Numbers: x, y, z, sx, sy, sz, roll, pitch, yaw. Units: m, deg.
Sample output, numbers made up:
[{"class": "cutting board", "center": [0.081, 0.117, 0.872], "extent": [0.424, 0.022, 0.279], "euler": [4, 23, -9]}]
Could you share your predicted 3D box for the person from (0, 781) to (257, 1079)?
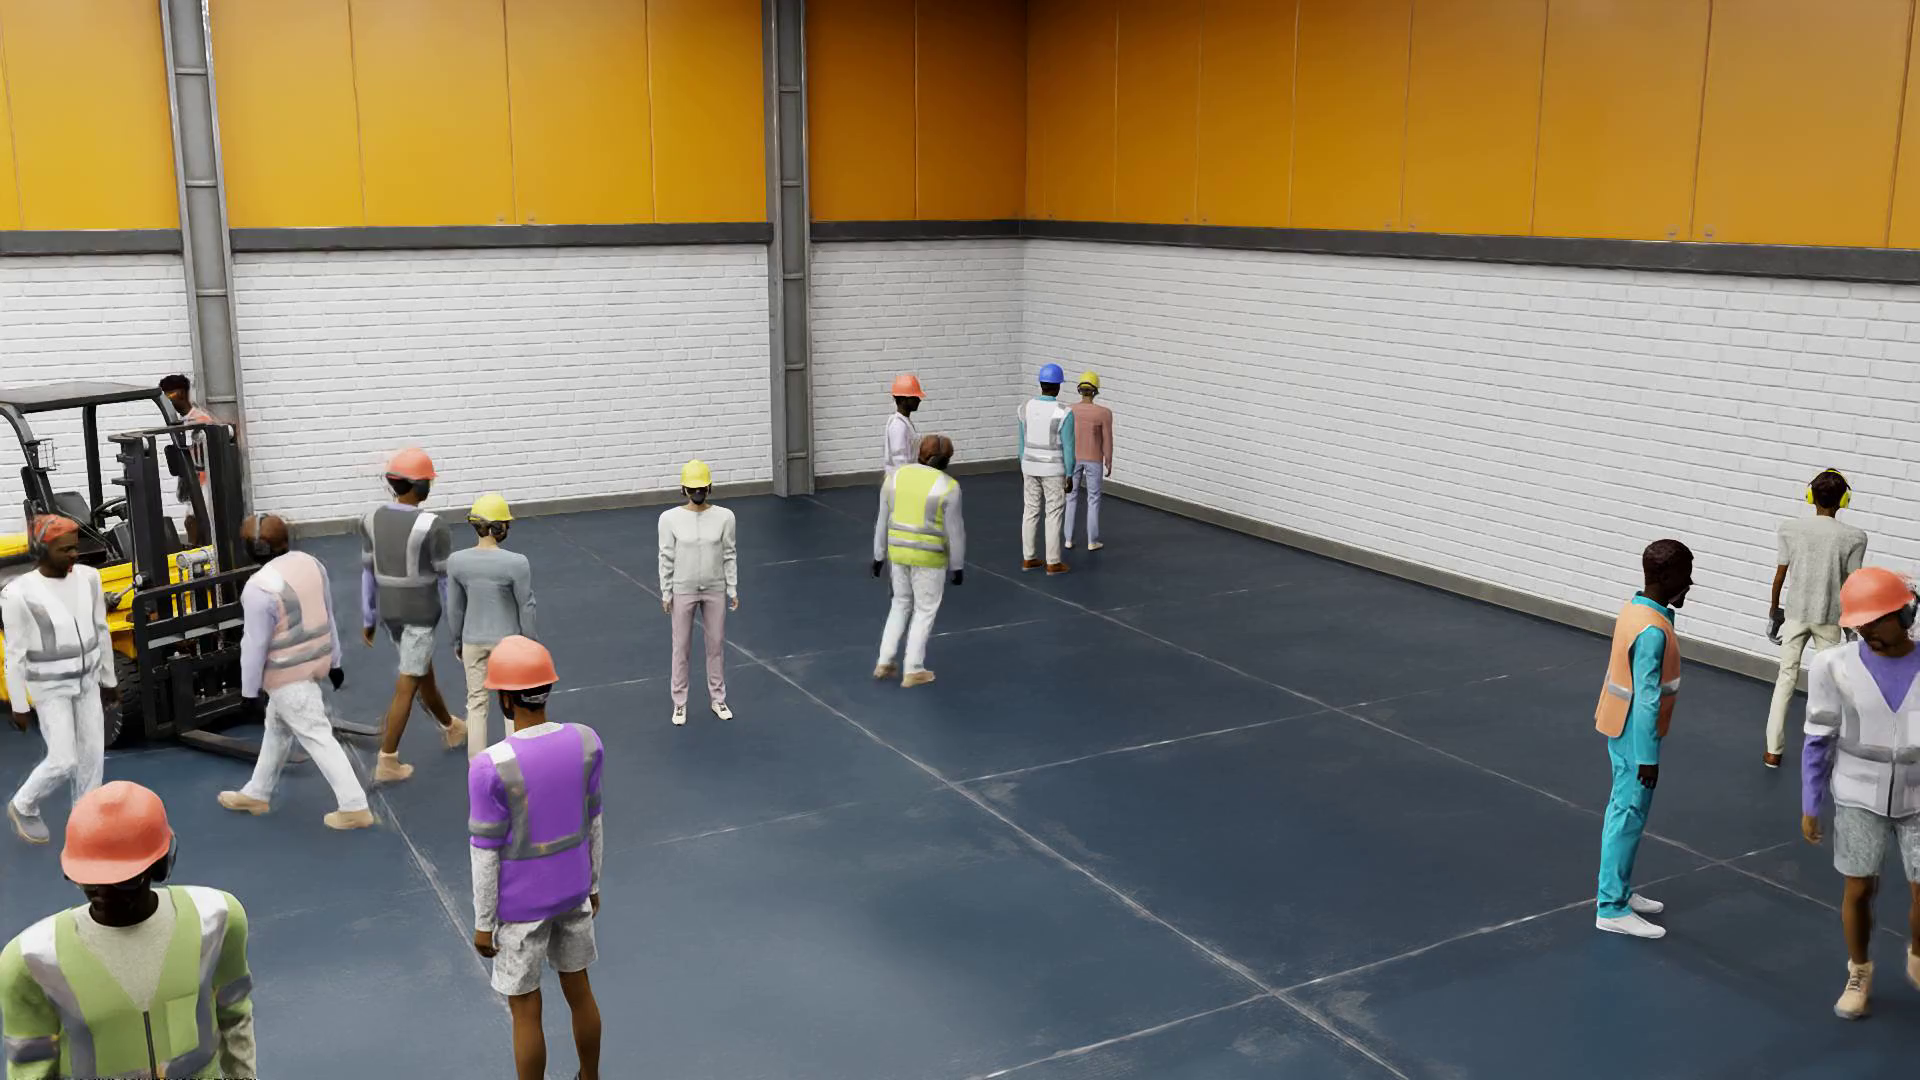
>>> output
[{"class": "person", "center": [-2.157, 1.606, 4.438], "extent": [0.609, 2.040, 0.395], "euler": [-10, 16, -39]}]

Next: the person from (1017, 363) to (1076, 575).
[{"class": "person", "center": [0.800, -0.646, 15.247], "extent": [0.601, 1.939, 0.411], "euler": [8, 15, 34]}]

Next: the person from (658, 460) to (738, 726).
[{"class": "person", "center": [-1.724, 0.342, 11.007], "extent": [0.522, 1.769, 0.312], "euler": [-4, 13, -19]}]

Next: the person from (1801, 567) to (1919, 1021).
[{"class": "person", "center": [3.911, 1.080, 7.018], "extent": [0.697, 1.994, 0.531], "euler": [5, 13, 22]}]

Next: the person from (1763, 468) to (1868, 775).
[{"class": "person", "center": [5.173, 0.494, 10.087], "extent": [0.508, 1.861, 0.328], "euler": [9, 15, 36]}]

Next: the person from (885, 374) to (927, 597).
[{"class": "person", "center": [-0.464, -0.467, 14.393], "extent": [0.358, 1.936, 0.552], "euler": [0, 12, -1]}]

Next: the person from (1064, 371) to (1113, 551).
[{"class": "person", "center": [1.233, -0.769, 16.243], "extent": [0.532, 1.756, 0.344], "euler": [4, 13, 16]}]

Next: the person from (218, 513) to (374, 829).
[{"class": "person", "center": [-3.717, 0.729, 9.171], "extent": [0.991, 1.780, 0.639], "euler": [1, 12, 6]}]

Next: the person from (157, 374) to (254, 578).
[{"class": "person", "center": [-6.691, -0.506, 14.621], "extent": [0.937, 1.906, 0.633], "euler": [-9, 15, -35]}]

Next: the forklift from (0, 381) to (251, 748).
[{"class": "forklift", "center": [-5.853, 0.085, 11.199], "extent": [2.313, 2.155, 1.214], "euler": [7, 14, 28]}]

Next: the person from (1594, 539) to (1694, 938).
[{"class": "person", "center": [3.230, 0.929, 7.925], "extent": [0.397, 1.911, 0.587], "euler": [4, 13, 18]}]

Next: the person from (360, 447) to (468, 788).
[{"class": "person", "center": [-3.260, 0.432, 10.051], "extent": [0.632, 1.985, 1.047], "euler": [6, 13, 25]}]

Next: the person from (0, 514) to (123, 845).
[{"class": "person", "center": [-4.776, 0.771, 8.782], "extent": [0.534, 1.864, 0.584], "euler": [5, 13, 20]}]

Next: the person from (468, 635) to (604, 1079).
[{"class": "person", "center": [-1.568, 1.297, 6.152], "extent": [0.389, 1.930, 0.544], "euler": [10, 16, 40]}]

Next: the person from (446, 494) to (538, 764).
[{"class": "person", "center": [-2.733, 0.603, 9.793], "extent": [0.533, 1.762, 0.328], "euler": [2, 12, 8]}]

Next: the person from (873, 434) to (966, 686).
[{"class": "person", "center": [-0.271, 0.144, 11.851], "extent": [0.651, 1.804, 0.470], "euler": [8, 14, 32]}]
